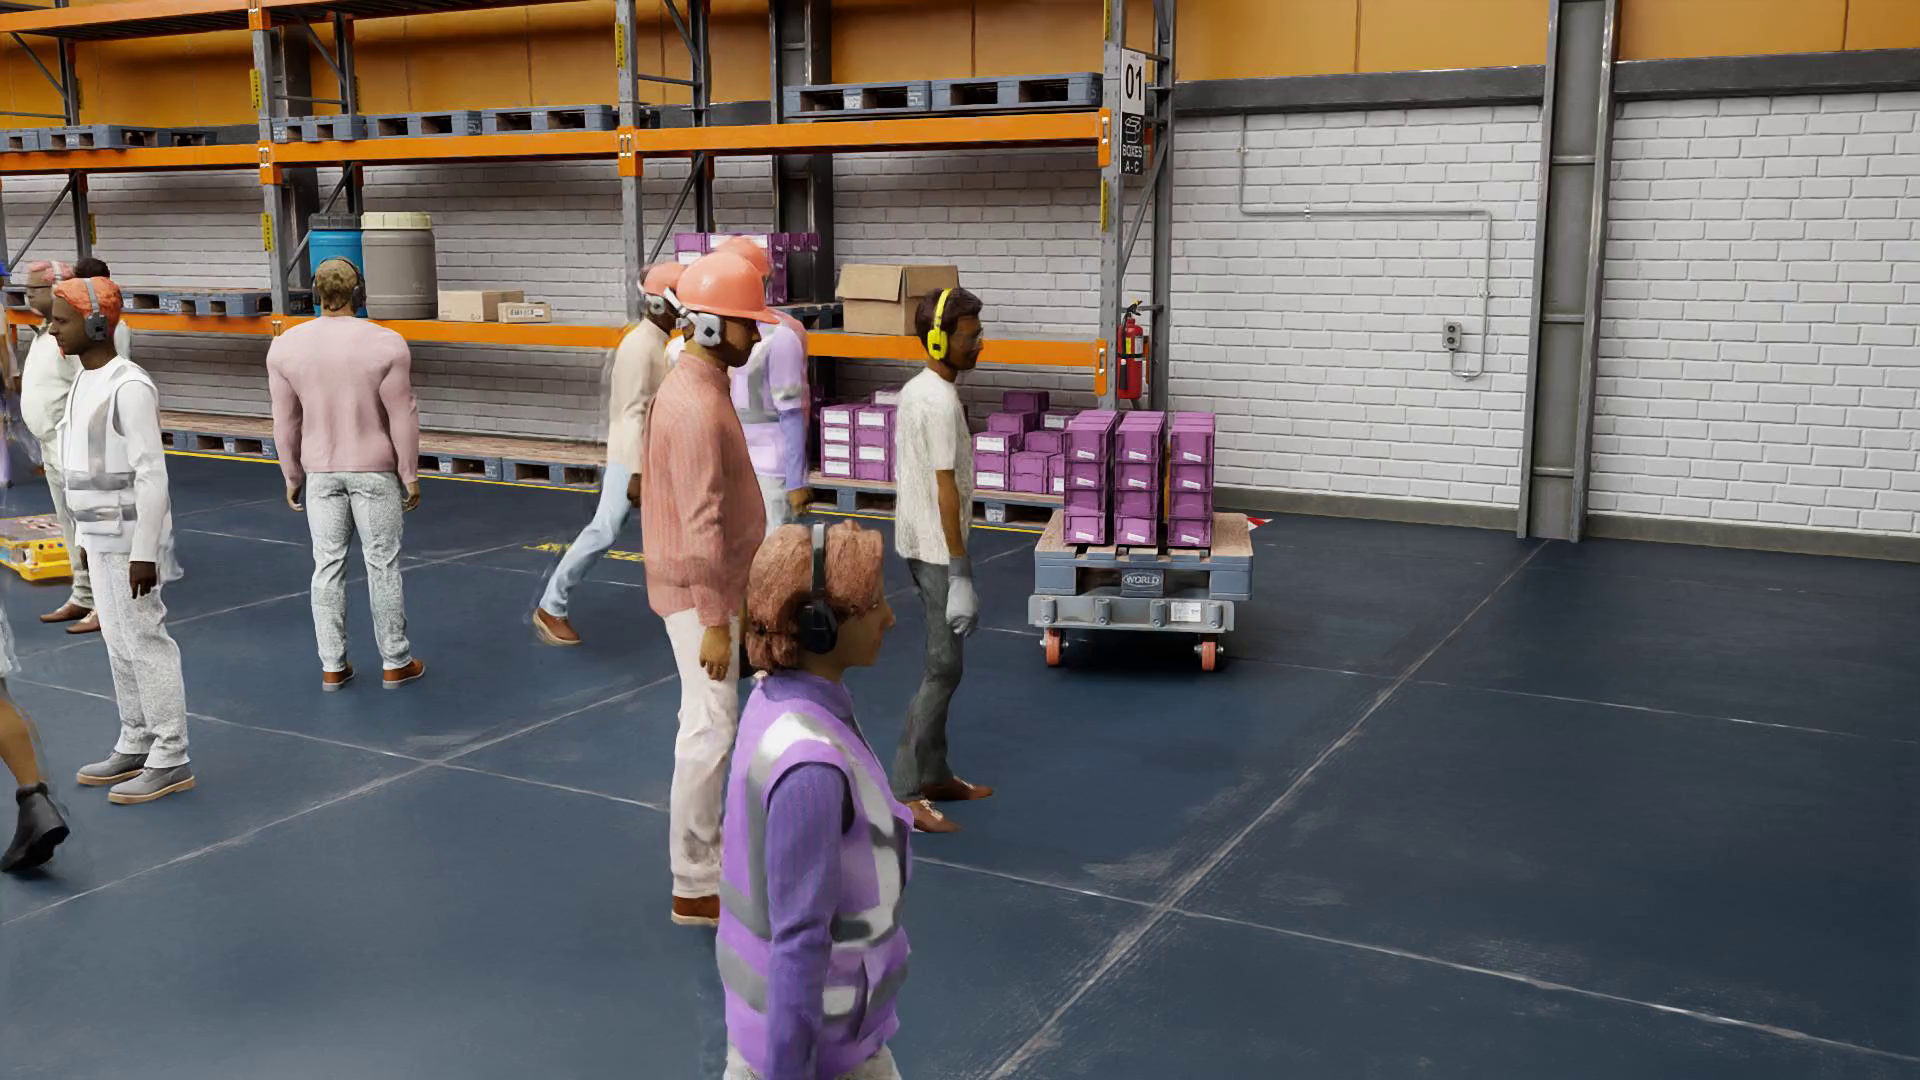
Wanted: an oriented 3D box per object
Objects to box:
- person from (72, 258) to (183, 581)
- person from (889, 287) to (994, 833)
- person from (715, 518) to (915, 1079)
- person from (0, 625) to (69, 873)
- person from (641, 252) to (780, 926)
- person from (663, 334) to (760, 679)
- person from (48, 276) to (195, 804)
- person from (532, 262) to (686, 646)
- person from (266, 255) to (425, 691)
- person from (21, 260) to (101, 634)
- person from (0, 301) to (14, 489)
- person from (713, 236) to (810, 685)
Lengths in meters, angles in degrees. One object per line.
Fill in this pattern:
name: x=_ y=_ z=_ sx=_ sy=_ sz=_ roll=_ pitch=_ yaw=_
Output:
person: x=-4.901 y=-0.665 z=9.617 sx=0.604 sy=1.895 sz=0.573 roll=4 pitch=11 yaw=21
person: x=-0.073 y=0.060 z=5.748 sx=0.364 sy=1.868 sz=0.558 roll=-2 pitch=11 yaw=-11
person: x=-0.271 y=0.753 z=2.652 sx=0.833 sy=1.600 sz=0.526 roll=-2 pitch=11 yaw=-10
person: x=-3.246 y=0.128 z=5.256 sx=0.895 sy=1.899 sz=0.535 roll=6 pitch=12 yaw=31
person: x=-0.720 y=0.159 z=4.883 sx=0.409 sy=1.980 sz=0.621 roll=-2 pitch=10 yaw=-9
person: x=-1.074 y=-0.316 z=7.634 sx=0.553 sy=1.923 sz=0.392 roll=3 pitch=11 yaw=17
person: x=-3.027 y=0.003 z=5.988 sx=0.583 sy=1.882 sz=0.337 roll=10 pitch=14 yaw=44
person: x=-1.632 y=-0.413 z=8.211 sx=1.106 sy=1.921 sz=0.657 roll=1 pitch=10 yaw=8
person: x=-2.716 y=-0.285 z=7.416 sx=0.627 sy=1.940 sz=0.372 roll=-1 pitch=10 yaw=-3
person: x=-4.590 y=-0.478 z=8.564 sx=0.650 sy=1.906 sz=0.403 roll=10 pitch=14 yaw=43
person: x=-7.873 y=-1.293 z=13.235 sx=0.565 sy=1.835 sz=0.396 roll=-5 pitch=12 yaw=-27
person: x=-0.916 y=-0.341 z=7.492 sx=0.496 sy=2.025 sz=0.728 roll=-7 pitch=13 yaw=-34
